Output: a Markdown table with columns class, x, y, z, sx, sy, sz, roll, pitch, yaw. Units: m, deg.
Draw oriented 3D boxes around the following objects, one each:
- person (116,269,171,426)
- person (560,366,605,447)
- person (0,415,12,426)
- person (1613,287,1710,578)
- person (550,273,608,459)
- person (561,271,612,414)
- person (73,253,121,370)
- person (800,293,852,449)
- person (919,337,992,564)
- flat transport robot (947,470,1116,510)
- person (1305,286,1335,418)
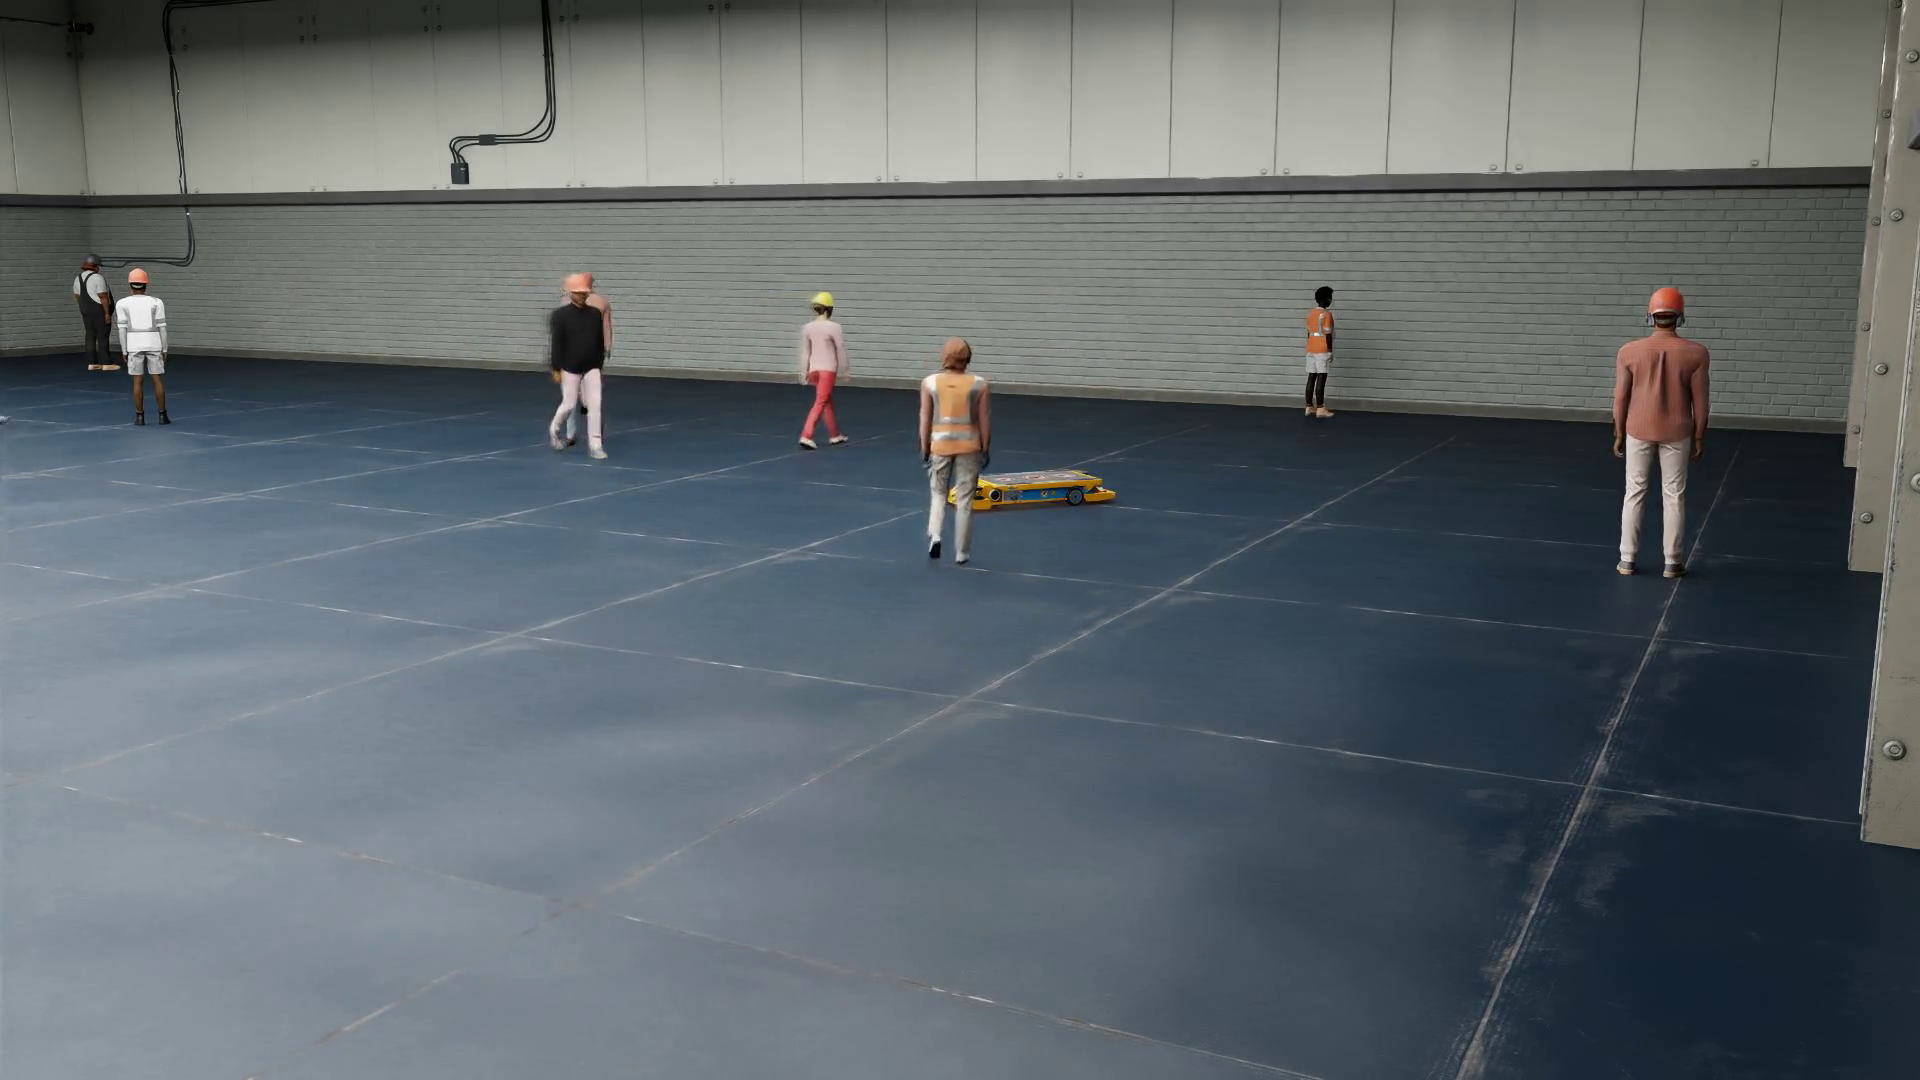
| class | x | y | z | sx | sy | sz | roll | pitch | yaw |
| --- | --- | --- | --- | --- | --- | --- | --- | --- | --- |
| person | -10.115 | -2.383 | 20.620 | 0.545 | 1.939 | 0.354 | -5 | 11 | -24 |
| person | -4.276 | -1.870 | 18.742 | 0.497 | 1.611 | 0.702 | 3 | 11 | 17 |
| person | -11.798 | -2.137 | 19.630 | 0.960 | 1.798 | 0.597 | -7 | 13 | -35 |
| person | 4.821 | -0.735 | 11.470 | 0.612 | 1.997 | 0.375 | 5 | 11 | 25 |
| person | -4.091 | -1.856 | 17.692 | 0.619 | 1.966 | 0.855 | -9 | 14 | -40 |
| person | -4.858 | -2.545 | 21.636 | 0.667 | 1.888 | 0.618 | -4 | 11 | -22 |
| person | -15.081 | -3.991 | 29.108 | 0.674 | 2.000 | 0.536 | 4 | 11 | 23 |
| person | -1.525 | -1.880 | 18.481 | 0.526 | 1.723 | 0.913 | 9 | 14 | 40 |
| person | -0.028 | -0.634 | 11.929 | 0.513 | 1.630 | 0.359 | 2 | 11 | 9 |
| flat transport robot | 0.590 | -0.453 | 14.645 | 1.431 | 0.197 | 0.652 | -5 | 11 | -23 |
| person | 4.676 | -2.436 | 21.577 | 0.320 | 1.692 | 0.531 | -3 | 11 | -18 |
